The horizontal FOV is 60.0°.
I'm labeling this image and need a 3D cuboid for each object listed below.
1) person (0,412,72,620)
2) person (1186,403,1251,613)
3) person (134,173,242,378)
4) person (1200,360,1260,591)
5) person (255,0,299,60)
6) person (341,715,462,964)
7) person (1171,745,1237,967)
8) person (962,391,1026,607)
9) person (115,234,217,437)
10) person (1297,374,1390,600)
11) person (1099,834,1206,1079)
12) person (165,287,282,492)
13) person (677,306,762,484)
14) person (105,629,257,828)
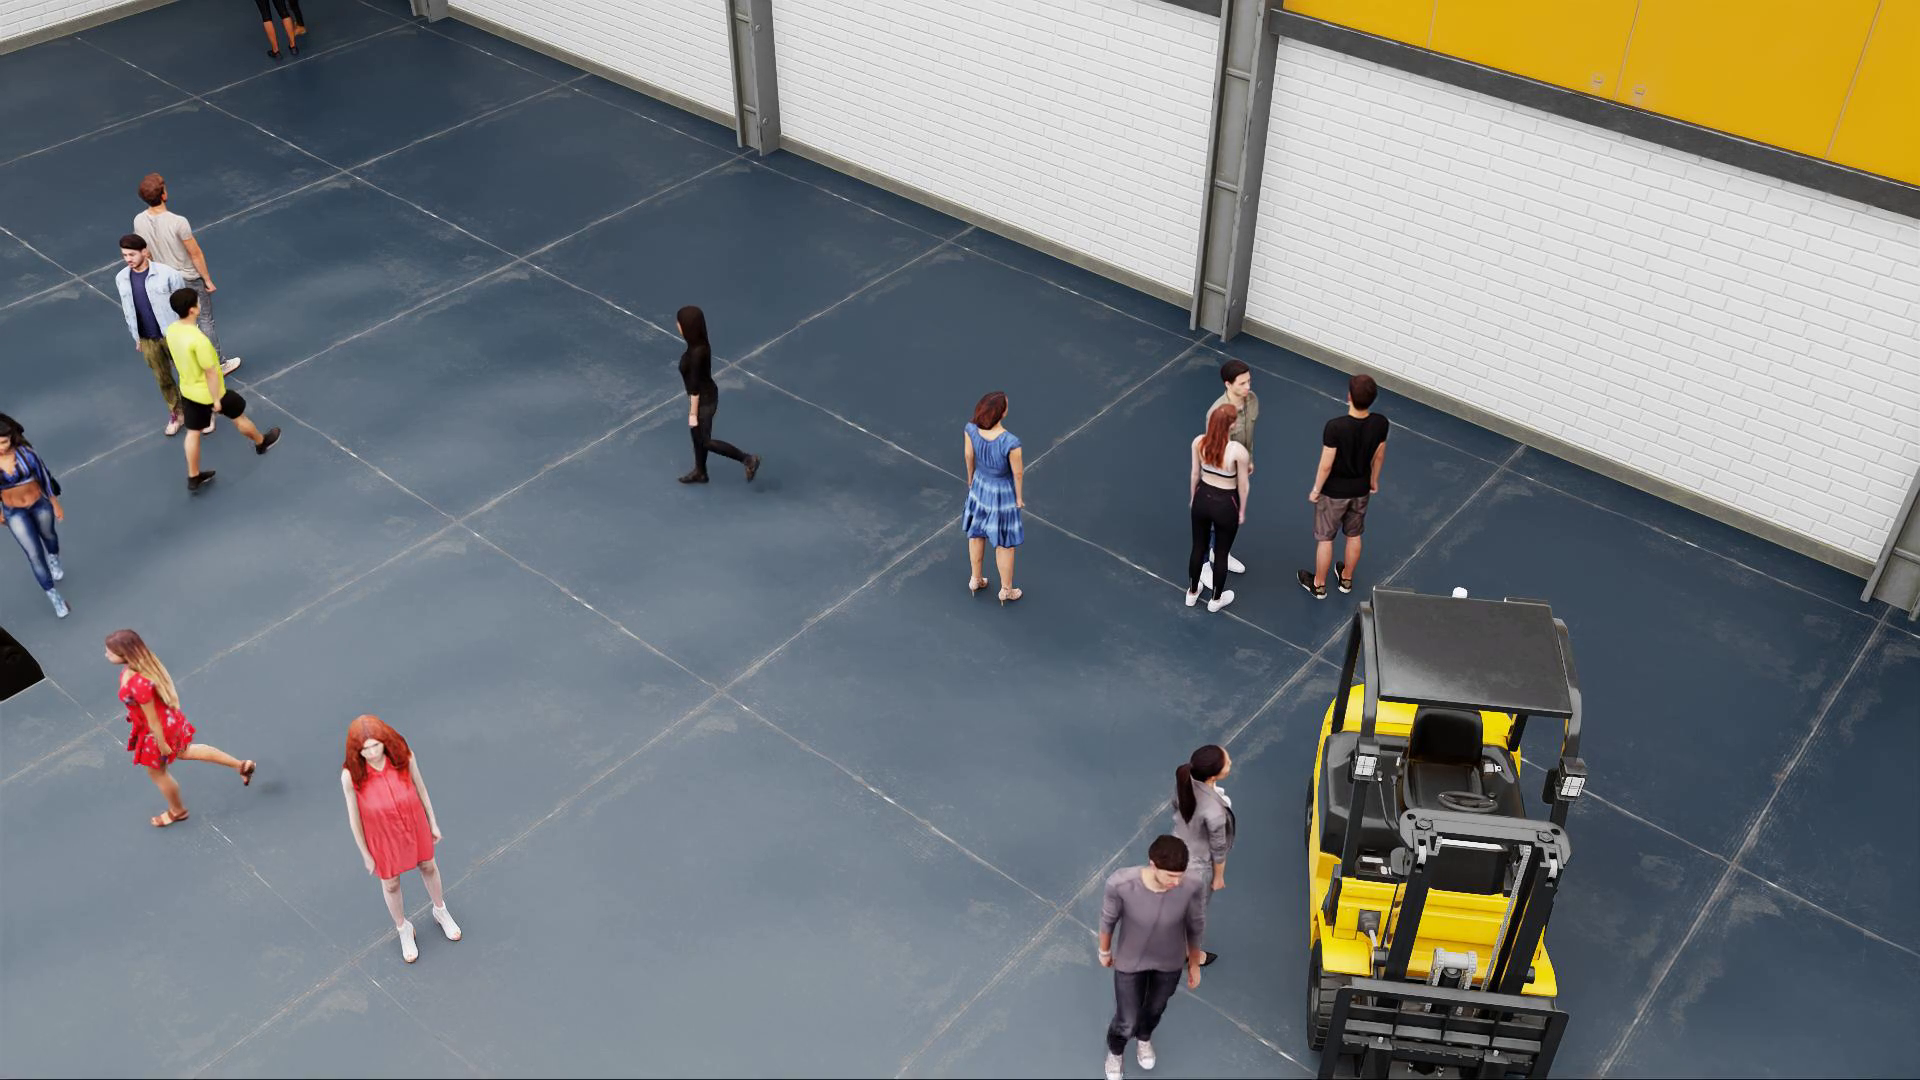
[{"bbox_3d":[-6.736,-0.254,12.031,0.835,1.570,1.110,-22,44,-25],"label":"person"},{"bbox_3d":[1.817,-0.228,11.862,0.501,1.740,0.674,21,43,25],"label":"person"},{"bbox_3d":[-6.688,-2.247,14.265,0.704,1.896,0.808,2,39,3],"label":"person"},{"bbox_3d":[1.926,-0.504,12.107,0.593,1.865,0.716,31,48,33],"label":"person"},{"bbox_3d":[-8.311,-6.660,19.911,0.644,1.748,0.587,-28,46,-30],"label":"person"},{"bbox_3d":[-3.182,1.669,9.417,0.645,1.828,0.595,-23,44,-26],"label":"person"},{"bbox_3d":[1.331,1.772,9.408,0.776,1.678,0.667,-16,41,-19],"label":"person"},{"bbox_3d":[0.248,-0.296,11.894,0.545,1.806,0.754,21,43,24],"label":"person"},{"bbox_3d":[-6.524,-1.683,13.627,0.749,1.811,0.813,-3,39,-3],"label":"person"},{"bbox_3d":[2.765,-0.377,11.952,0.765,1.861,0.779,-9,40,-11],"label":"person"},{"bbox_3d":[0.998,2.128,8.840,0.803,1.831,0.861,-3,39,-4],"label":"person"},{"bbox_3d":[-6.014,-1.146,13.081,1.127,1.654,0.879,16,41,19],"label":"person"},{"bbox_3d":[-1.944,-1.087,13.031,0.979,1.624,0.931,-4,39,-5],"label":"person"},{"bbox_3d":[-4.863,1.132,10.292,0.925,1.575,0.949,-12,40,-14],"label":"person"}]
